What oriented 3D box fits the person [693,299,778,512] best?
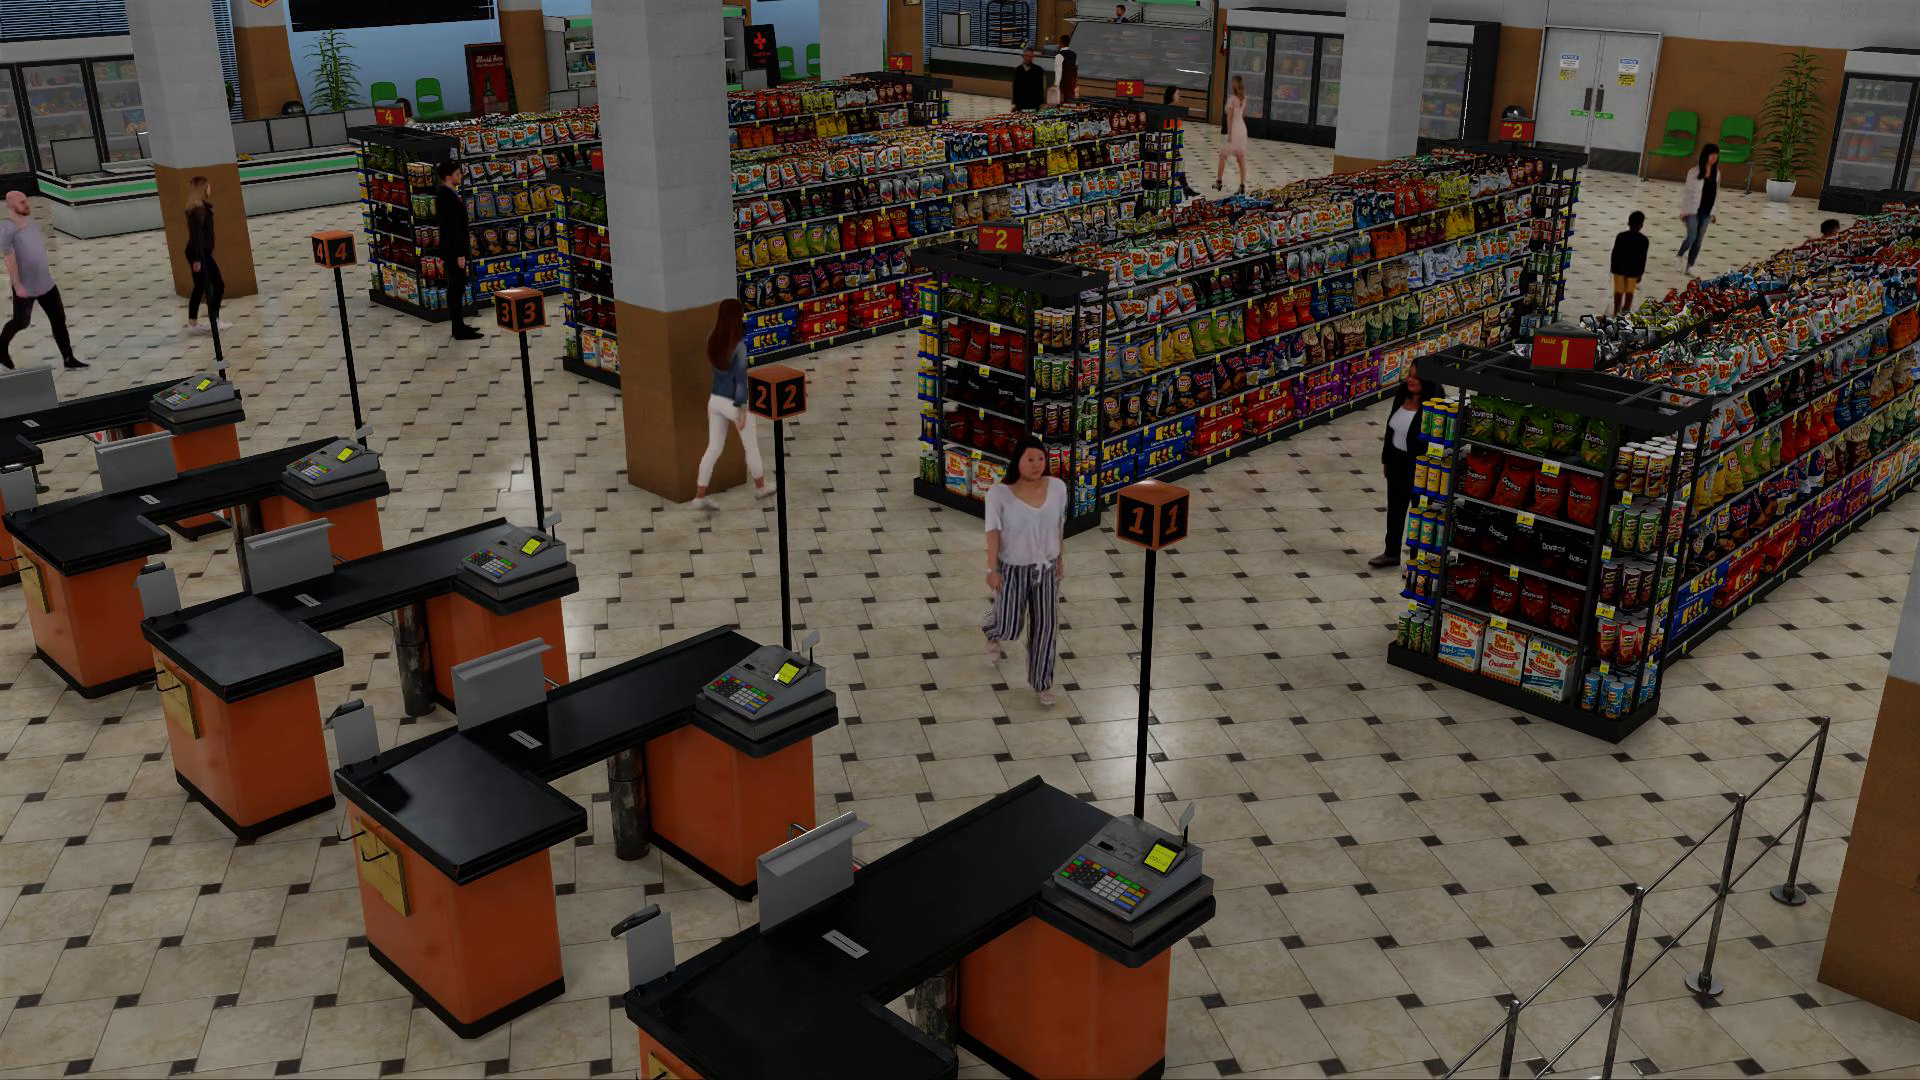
[{"bbox_3d":[-1.850,-0.996,12.833,0.724,1.665,1.123,16,27,35],"label":"person"}]

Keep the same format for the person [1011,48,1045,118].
[{"bbox_3d":[1.192,-7.586,28.959,1.122,1.869,1.262,6,23,14],"label":"person"}]

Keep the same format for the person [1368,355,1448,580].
[{"bbox_3d":[3.204,-0.526,11.727,0.650,1.617,0.665,-16,27,-35],"label":"person"}]

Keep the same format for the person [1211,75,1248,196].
[{"bbox_3d":[4.305,-6.194,25.584,0.933,1.803,0.795,-11,25,-26],"label":"person"}]

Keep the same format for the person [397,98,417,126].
[{"bbox_3d":[-8.034,-5.578,24.220,0.655,1.677,0.619,13,25,30],"label":"person"}]

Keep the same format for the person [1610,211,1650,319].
[{"bbox_3d":[7.324,-2.965,18.293,0.742,1.246,0.933,8,23,18],"label":"person"}]

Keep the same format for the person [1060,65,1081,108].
[{"bbox_3d":[1.742,-7.017,27.783,1.162,1.690,0.748,-14,26,-31],"label":"person"}]

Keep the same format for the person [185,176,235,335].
[{"bbox_3d":[-8.234,-3.027,17.885,0.733,1.666,0.660,-12,25,-27],"label":"person"}]

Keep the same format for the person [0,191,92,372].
[{"bbox_3d":[-9.272,-2.528,16.449,1.148,1.810,1.222,5,22,12],"label":"person"}]

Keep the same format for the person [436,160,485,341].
[{"bbox_3d":[-5.404,-3.105,17.780,0.737,1.890,0.776,-9,23,-21],"label":"person"}]

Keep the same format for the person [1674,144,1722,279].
[{"bbox_3d":[9.083,-4.080,20.551,0.759,1.632,0.836,-4,22,-9],"label":"person"}]

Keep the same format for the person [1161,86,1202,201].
[{"bbox_3d":[3.055,-5.942,25.082,1.030,1.710,1.089,5,22,12],"label":"person"}]

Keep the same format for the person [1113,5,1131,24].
[{"bbox_3d":[3.711,-11.417,38.497,0.547,1.867,0.625,-20,30,-41],"label":"person"}]

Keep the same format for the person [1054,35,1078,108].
[{"bbox_3d":[1.950,-8.399,30.917,0.513,1.919,0.744,-19,29,-39],"label":"person"}]

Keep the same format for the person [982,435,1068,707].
[{"bbox_3d":[0.371,0.143,10.013,1.055,1.655,1.008,-7,23,-17],"label":"person"}]
